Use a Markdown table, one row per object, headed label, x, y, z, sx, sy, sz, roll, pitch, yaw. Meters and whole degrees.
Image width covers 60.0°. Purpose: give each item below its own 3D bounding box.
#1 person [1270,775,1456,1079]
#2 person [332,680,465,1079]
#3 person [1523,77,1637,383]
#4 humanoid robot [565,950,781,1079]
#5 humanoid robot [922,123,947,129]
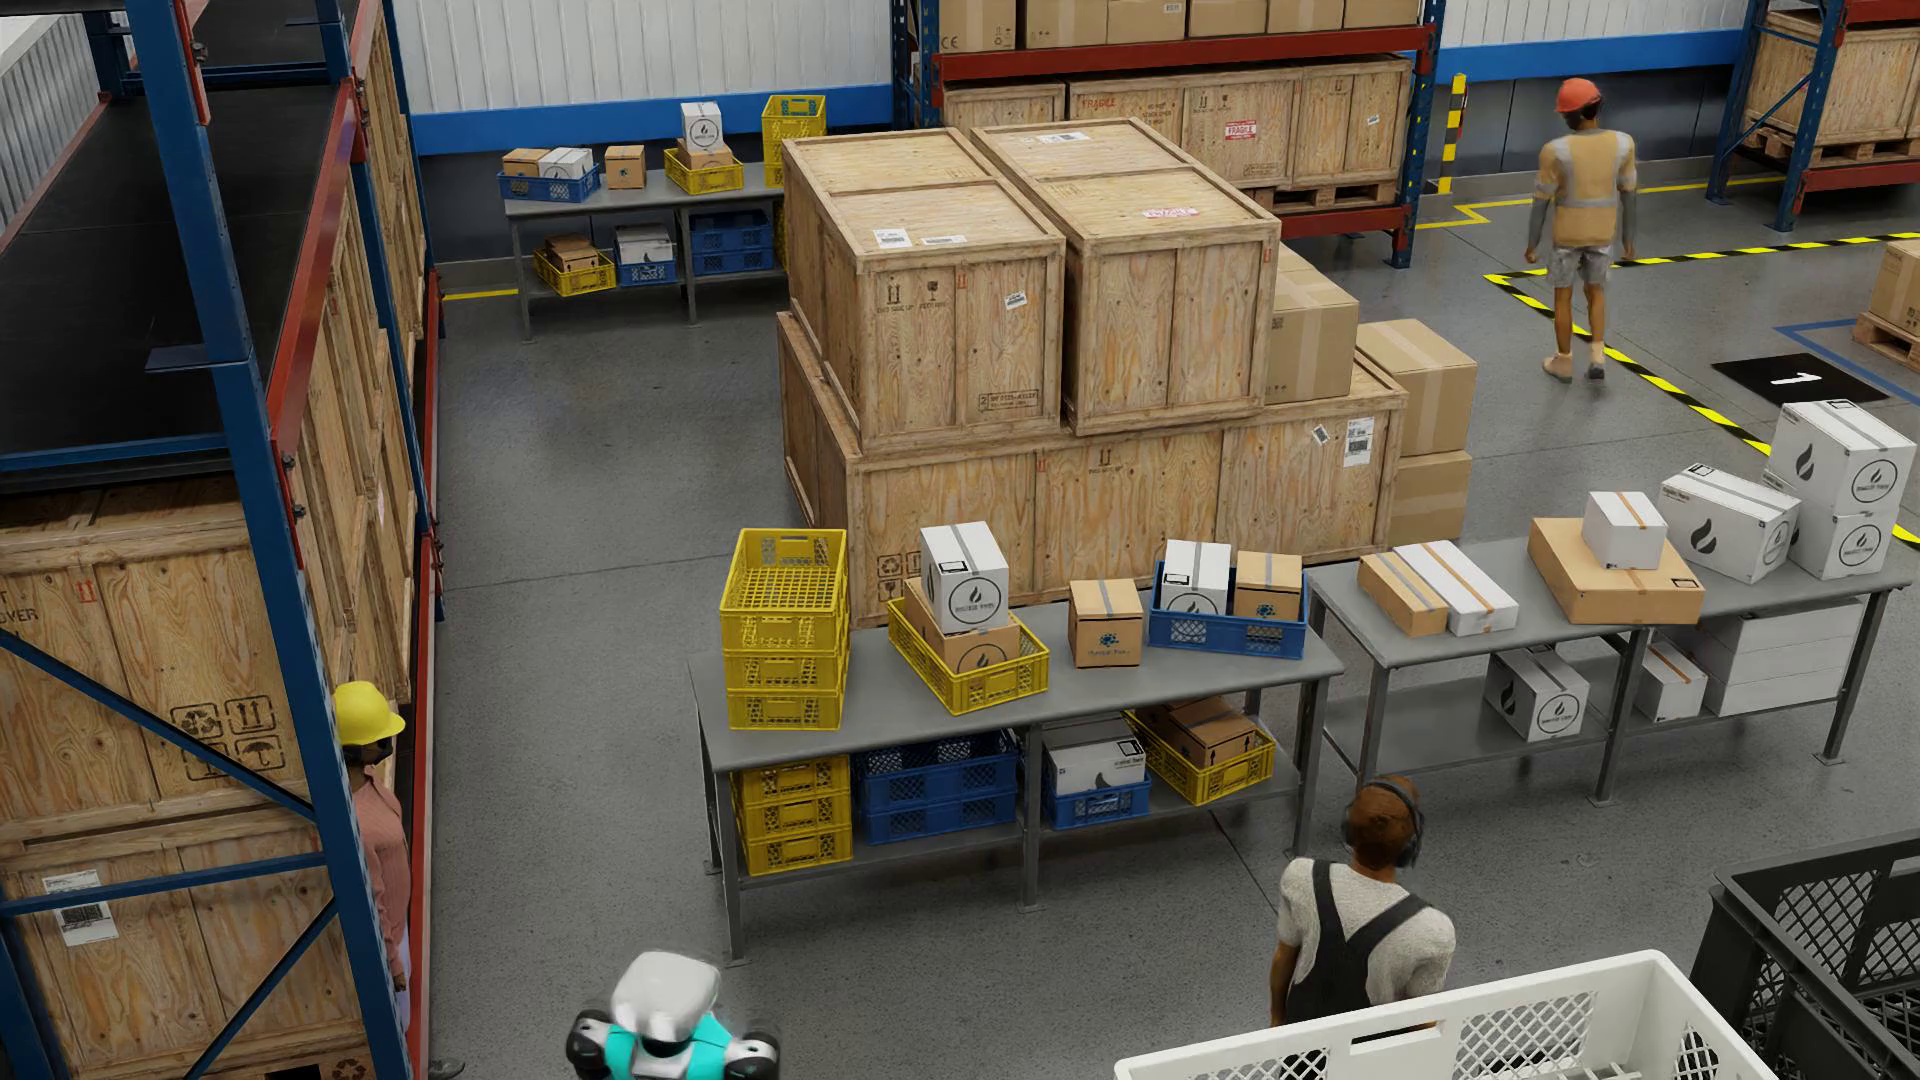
| label | x | y | z | sx | sy | sz | roll | pitch | yaw |
| --- | --- | --- | --- | --- | --- | --- | --- | --- | --- |
| person | 1.126 | 1.469 | 4.832 | 0.503 | 1.837 | 0.336 | 19 | 34 | 31 |
| person | -1.850 | 1.216 | 5.367 | 0.337 | 1.761 | 0.522 | -9 | 30 | -16 |
| person | 4.082 | -2.004 | 10.971 | 0.665 | 1.992 | 0.676 | 0 | 29 | -1 |
| humanoid robot | -0.666 | 1.668 | 4.578 | 0.535 | 1.719 | 1.016 | 4 | 29 | 8 |
| humanoid robot | -0.193 | -2.006 | 11.313 | 0.625 | 1.639 | 0.587 | -7 | 30 | -13 |
